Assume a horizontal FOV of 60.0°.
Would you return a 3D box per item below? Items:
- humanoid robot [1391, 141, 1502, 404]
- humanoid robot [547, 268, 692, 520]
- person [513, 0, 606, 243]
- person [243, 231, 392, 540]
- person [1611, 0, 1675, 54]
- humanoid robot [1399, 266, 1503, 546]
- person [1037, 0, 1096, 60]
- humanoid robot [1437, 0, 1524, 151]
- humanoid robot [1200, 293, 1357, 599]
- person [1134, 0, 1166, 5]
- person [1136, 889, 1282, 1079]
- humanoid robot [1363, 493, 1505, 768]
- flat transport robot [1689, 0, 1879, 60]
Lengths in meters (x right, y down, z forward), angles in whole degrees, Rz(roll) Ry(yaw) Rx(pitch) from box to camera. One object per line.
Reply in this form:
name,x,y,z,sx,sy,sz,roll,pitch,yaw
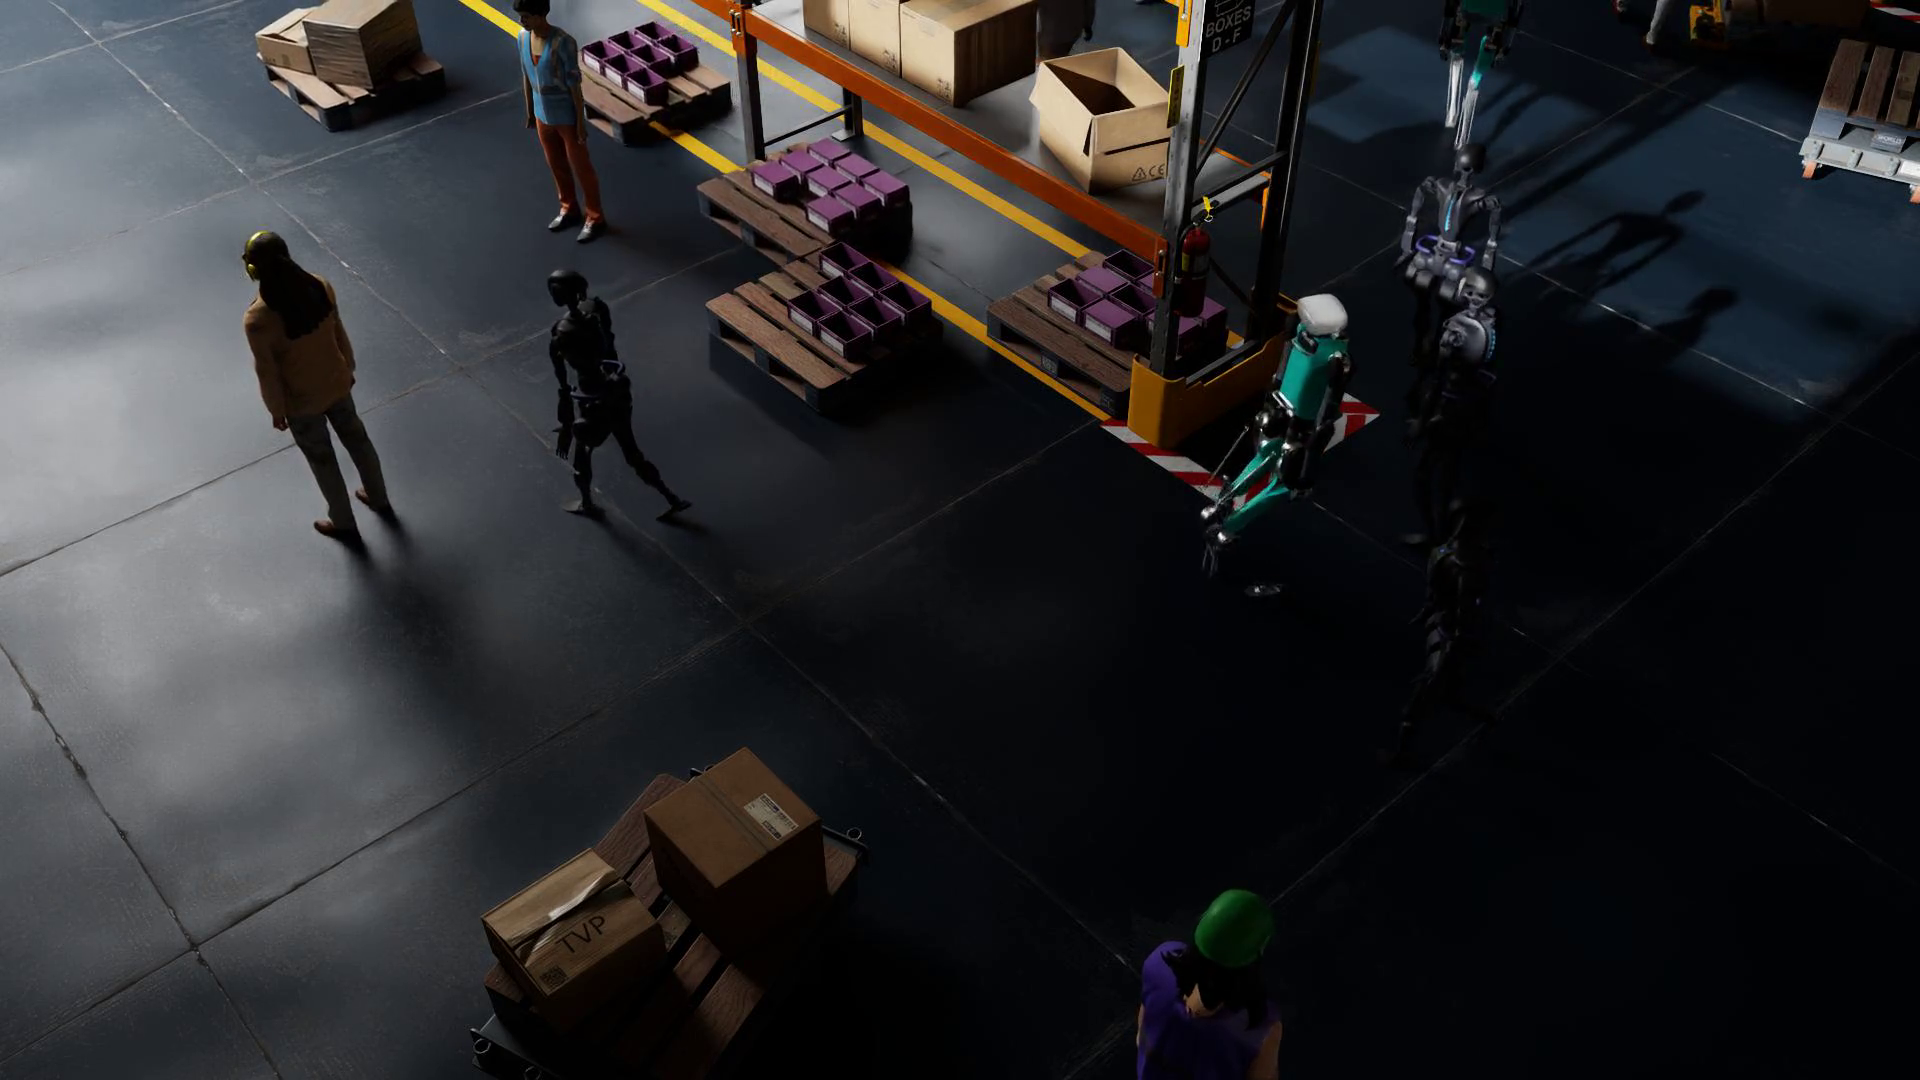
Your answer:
humanoid robot,2.820,-1.591,9.817,0.603,1.640,0.750,25,48,25
humanoid robot,-1.894,-0.728,8.883,0.763,1.633,0.588,13,44,14
person,-2.691,-2.834,11.079,0.502,1.758,0.339,20,46,21
person,-3.398,-0.797,8.780,0.394,1.874,0.555,23,47,23
person,5.655,-4.917,13.313,0.533,1.795,0.873,3,43,3
humanoid robot,2.637,-0.692,8.805,0.599,1.641,0.390,-33,52,-31
person,0.649,-3.759,12.090,0.595,1.737,0.500,-24,48,-24
humanoid robot,3.724,-3.656,11.972,0.548,1.732,0.985,11,44,12
humanoid robot,1.510,-0.381,8.481,0.791,1.834,0.549,-14,44,-15
person,1.615,-5.455,13.891,0.430,1.808,0.626,-4,43,-5
person,0.840,1.878,5.833,0.539,1.923,0.435,31,51,29
humanoid robot,2.286,0.467,7.556,0.586,1.641,0.603,6,43,6
flat transport robot,6.758,-4.180,13.641,1.431,0.231,0.659,12,44,12
